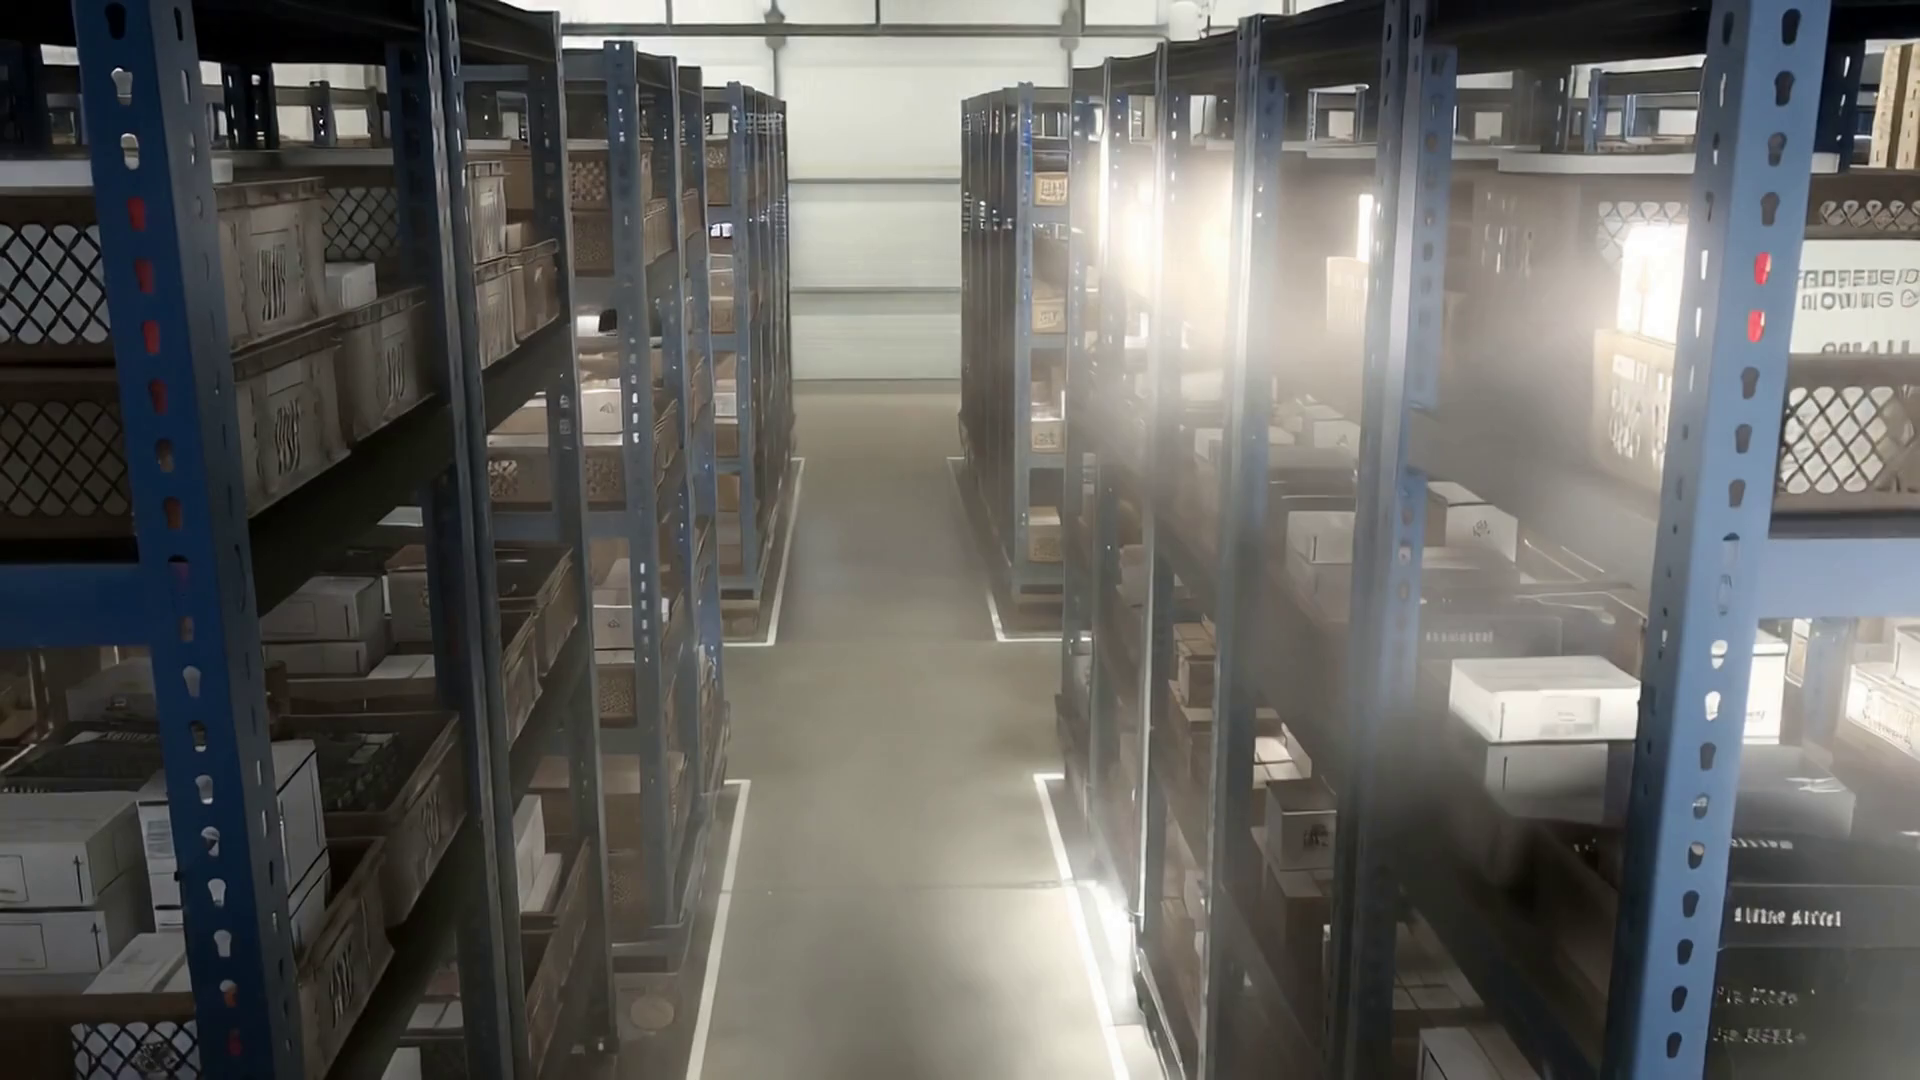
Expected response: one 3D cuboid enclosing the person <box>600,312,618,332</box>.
[{"bbox_3d":[-3.013,-1.081,14.452,0.595,1.779,0.959,0,14,-1],"label":"person"}]
